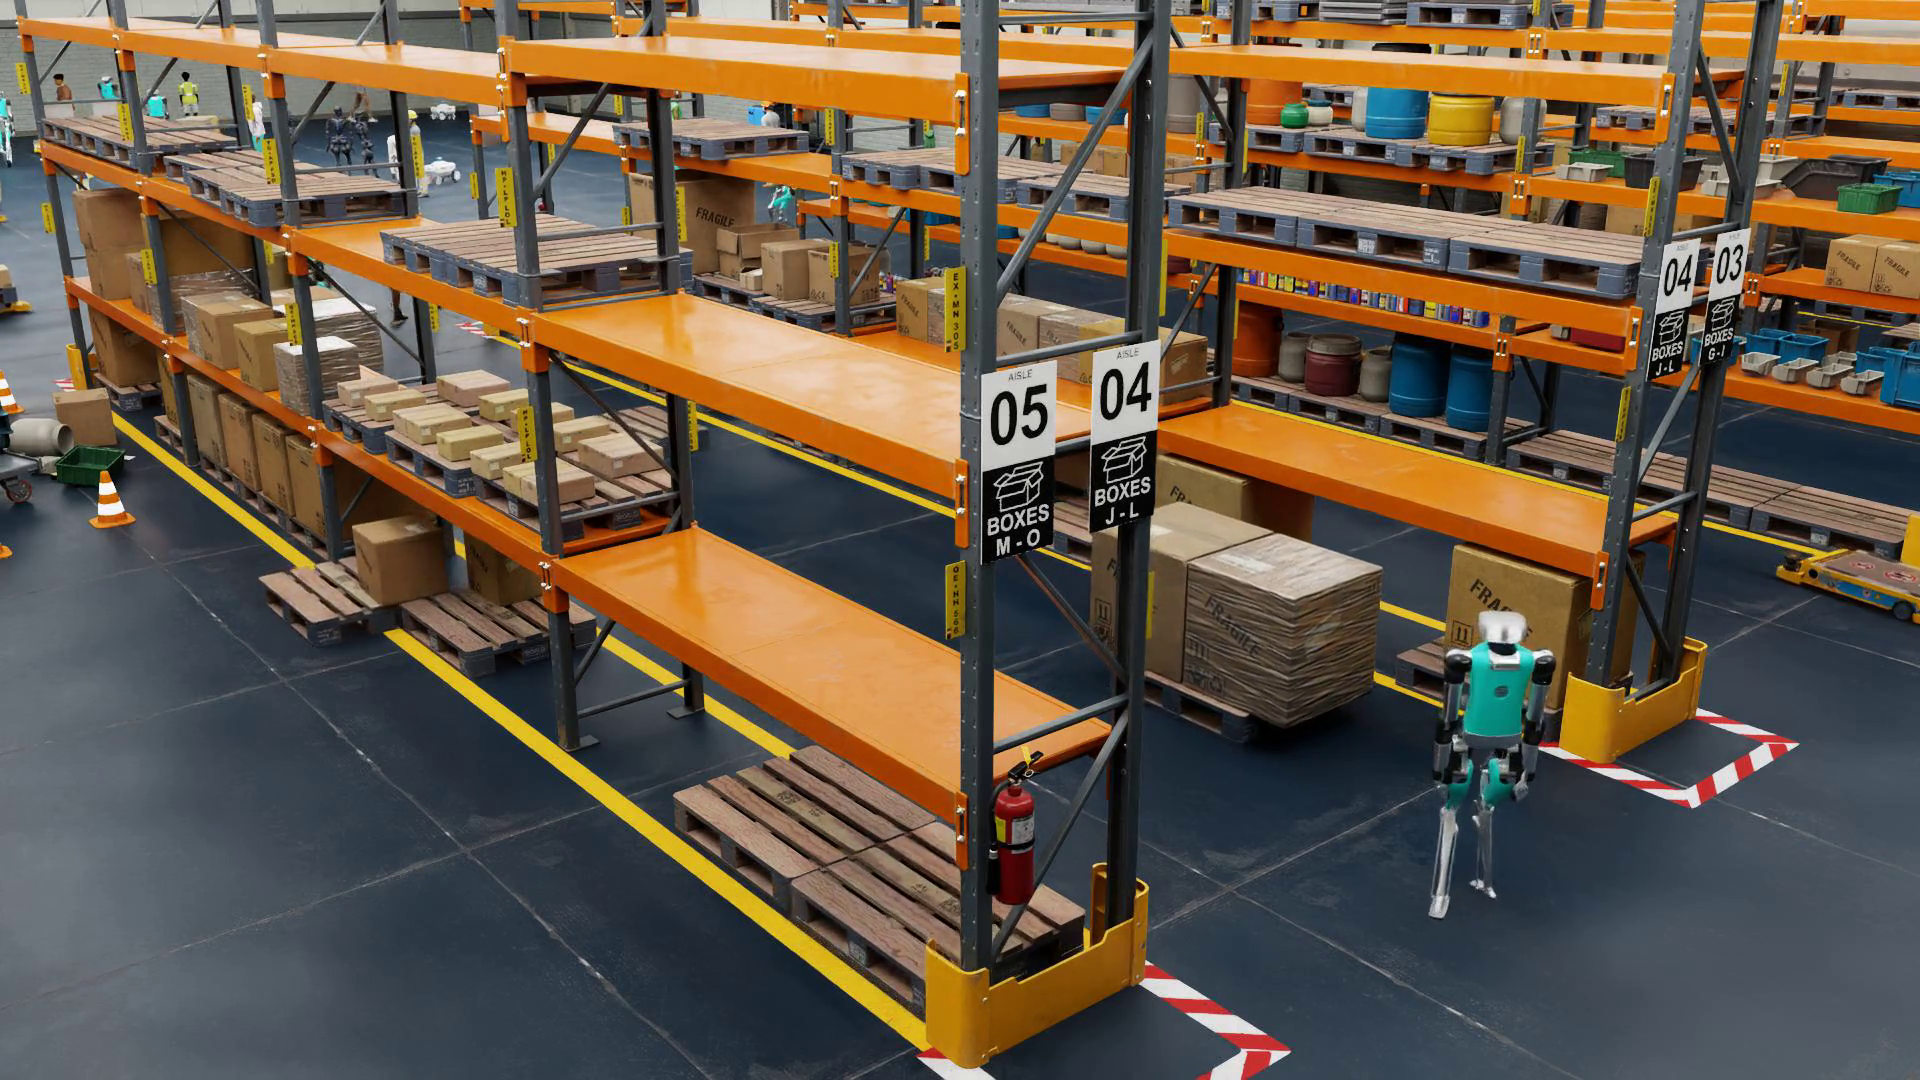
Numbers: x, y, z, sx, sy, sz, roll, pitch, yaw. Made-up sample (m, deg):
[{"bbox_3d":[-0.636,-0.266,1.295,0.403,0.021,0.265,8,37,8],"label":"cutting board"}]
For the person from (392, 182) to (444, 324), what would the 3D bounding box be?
[{"bbox_3d":[-7.510,-3.964,22.741,0.615,1.908,1.019,6,20,16],"label":"person"}]

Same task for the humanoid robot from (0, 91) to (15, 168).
[{"bbox_3d":[-22.649,-9.685,39.311,0.539,1.773,0.932,-9,21,-23],"label":"humanoid robot"}]

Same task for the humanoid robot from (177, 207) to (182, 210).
[{"bbox_3d":[-11.053,-4.236,23.870,0.608,1.650,0.436,13,23,32],"label":"humanoid robot"}]

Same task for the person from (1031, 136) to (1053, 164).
[{"bbox_3d":[1.510,-6.851,31.188,0.544,1.756,0.412,13,23,33],"label":"person"}]

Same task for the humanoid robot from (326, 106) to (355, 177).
[{"bbox_3d":[-13.627,-8.691,36.554,0.615,1.649,0.512,-3,20,-9],"label":"humanoid robot"}]

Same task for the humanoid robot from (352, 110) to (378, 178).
[{"bbox_3d":[-12.719,-8.389,35.711,0.472,1.631,0.615,-5,20,-14],"label":"humanoid robot"}]

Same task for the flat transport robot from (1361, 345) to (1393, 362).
[{"bbox_3d":[5.352,-2.077,19.847,0.659,0.231,1.431,-13,23,-33],"label":"flat transport robot"}]

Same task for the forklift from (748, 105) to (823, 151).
[{"bbox_3d":[-4.526,-11.368,42.374,1.129,2.768,1.873,-15,24,-37],"label":"forklift"}]

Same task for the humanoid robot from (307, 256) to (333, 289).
[{"bbox_3d":[-7.850,-3.098,20.596,0.792,1.802,0.536,4,20,11],"label":"humanoid robot"}]

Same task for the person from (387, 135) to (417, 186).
[{"bbox_3d":[-10.436,-6.964,31.324,0.573,1.882,0.356,-12,22,-30],"label":"person"}]

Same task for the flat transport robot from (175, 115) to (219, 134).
[{"bbox_3d":[-19.072,-9.773,41.751,1.431,0.231,0.659,-6,20,-15],"label":"flat transport robot"}]

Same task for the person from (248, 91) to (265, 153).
[{"bbox_3d":[-15.773,-9.085,37.315,0.379,1.915,0.488,-12,23,-30],"label":"person"}]

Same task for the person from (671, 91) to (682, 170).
[{"bbox_3d":[-6.493,-9.345,37.977,0.399,1.970,0.479,-6,20,-15],"label":"person"}]

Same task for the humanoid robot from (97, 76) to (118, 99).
[{"bbox_3d":[-22.677,-11.621,44.817,0.559,1.758,0.989,2,19,6],"label":"humanoid robot"}]

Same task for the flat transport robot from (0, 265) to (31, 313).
[{"bbox_3d":[-13.793,-3.215,23.087,0.659,0.231,1.431,16,25,38],"label":"flat transport robot"}]

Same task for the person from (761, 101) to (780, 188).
[{"bbox_3d":[-4.091,-8.561,35.868,0.387,1.889,0.574,14,24,35],"label":"person"}]

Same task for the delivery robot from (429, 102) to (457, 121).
[{"bbox_3d":[-15.720,-13.040,50.572,0.499,0.566,0.742,14,24,35],"label":"delivery robot"}]

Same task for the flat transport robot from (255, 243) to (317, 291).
[{"bbox_3d":[-8.631,-2.539,21.162,1.431,0.231,0.659,-6,20,-17],"label":"flat transport robot"}]

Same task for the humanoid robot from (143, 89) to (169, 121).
[{"bbox_3d":[-19.378,-9.987,40.175,0.533,1.798,0.722,-11,22,-28],"label":"humanoid robot"}]

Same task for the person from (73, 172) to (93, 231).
[{"bbox_3d":[-15.810,-6.478,29.929,0.403,1.892,0.532,-10,22,-27],"label":"person"}]

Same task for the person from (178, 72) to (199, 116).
[{"bbox_3d":[-21.662,-12.294,46.770,0.531,1.696,0.319,-13,23,-33],"label":"person"}]

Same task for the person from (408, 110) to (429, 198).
[{"bbox_3d":[-11.239,-7.972,34.366,0.329,1.768,0.524,-9,21,-24],"label":"person"}]

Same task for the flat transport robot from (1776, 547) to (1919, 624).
[{"bbox_3d":[7.196,0.360,12.912,0.659,0.231,1.431,-11,22,-29],"label":"flat transport robot"}]

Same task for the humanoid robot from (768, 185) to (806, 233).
[{"bbox_3d":[-3.175,-6.163,29.374,1.076,1.781,0.544,-15,24,-36],"label":"humanoid robot"}]

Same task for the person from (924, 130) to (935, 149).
[{"bbox_3d":[-0.655,-7.402,32.804,0.323,1.732,0.469,18,26,41],"label":"person"}]

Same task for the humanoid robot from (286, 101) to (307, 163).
[{"bbox_3d":[-15.483,-9.363,38.508,0.704,1.637,0.610,3,20,7],"label":"humanoid robot"}]

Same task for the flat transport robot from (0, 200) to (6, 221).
[{"bbox_3d":[-18.514,-5.916,30.772,0.659,0.231,1.431,7,20,18],"label":"flat transport robot"}]

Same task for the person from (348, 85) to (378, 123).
[{"bbox_3d":[-18.009,-13.443,49.838,0.506,1.844,0.876,15,24,36],"label":"person"}]

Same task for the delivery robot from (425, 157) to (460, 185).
[{"bbox_3d":[-11.416,-8.108,36.606,0.499,0.611,0.814,7,21,19],"label":"delivery robot"}]

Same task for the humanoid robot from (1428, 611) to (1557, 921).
[{"bbox_3d":[2.646,1.115,8.574,0.530,1.788,0.800,1,19,2],"label":"humanoid robot"}]

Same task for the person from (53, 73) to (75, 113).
[{"bbox_3d":[-23.662,-11.412,44.023,0.793,1.851,0.414,17,25,39],"label":"person"}]

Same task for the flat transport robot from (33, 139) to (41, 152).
[{"bbox_3d":[-23.517,-10.177,42.900,0.659,0.231,1.431,-10,22,-26],"label":"flat transport robot"}]
